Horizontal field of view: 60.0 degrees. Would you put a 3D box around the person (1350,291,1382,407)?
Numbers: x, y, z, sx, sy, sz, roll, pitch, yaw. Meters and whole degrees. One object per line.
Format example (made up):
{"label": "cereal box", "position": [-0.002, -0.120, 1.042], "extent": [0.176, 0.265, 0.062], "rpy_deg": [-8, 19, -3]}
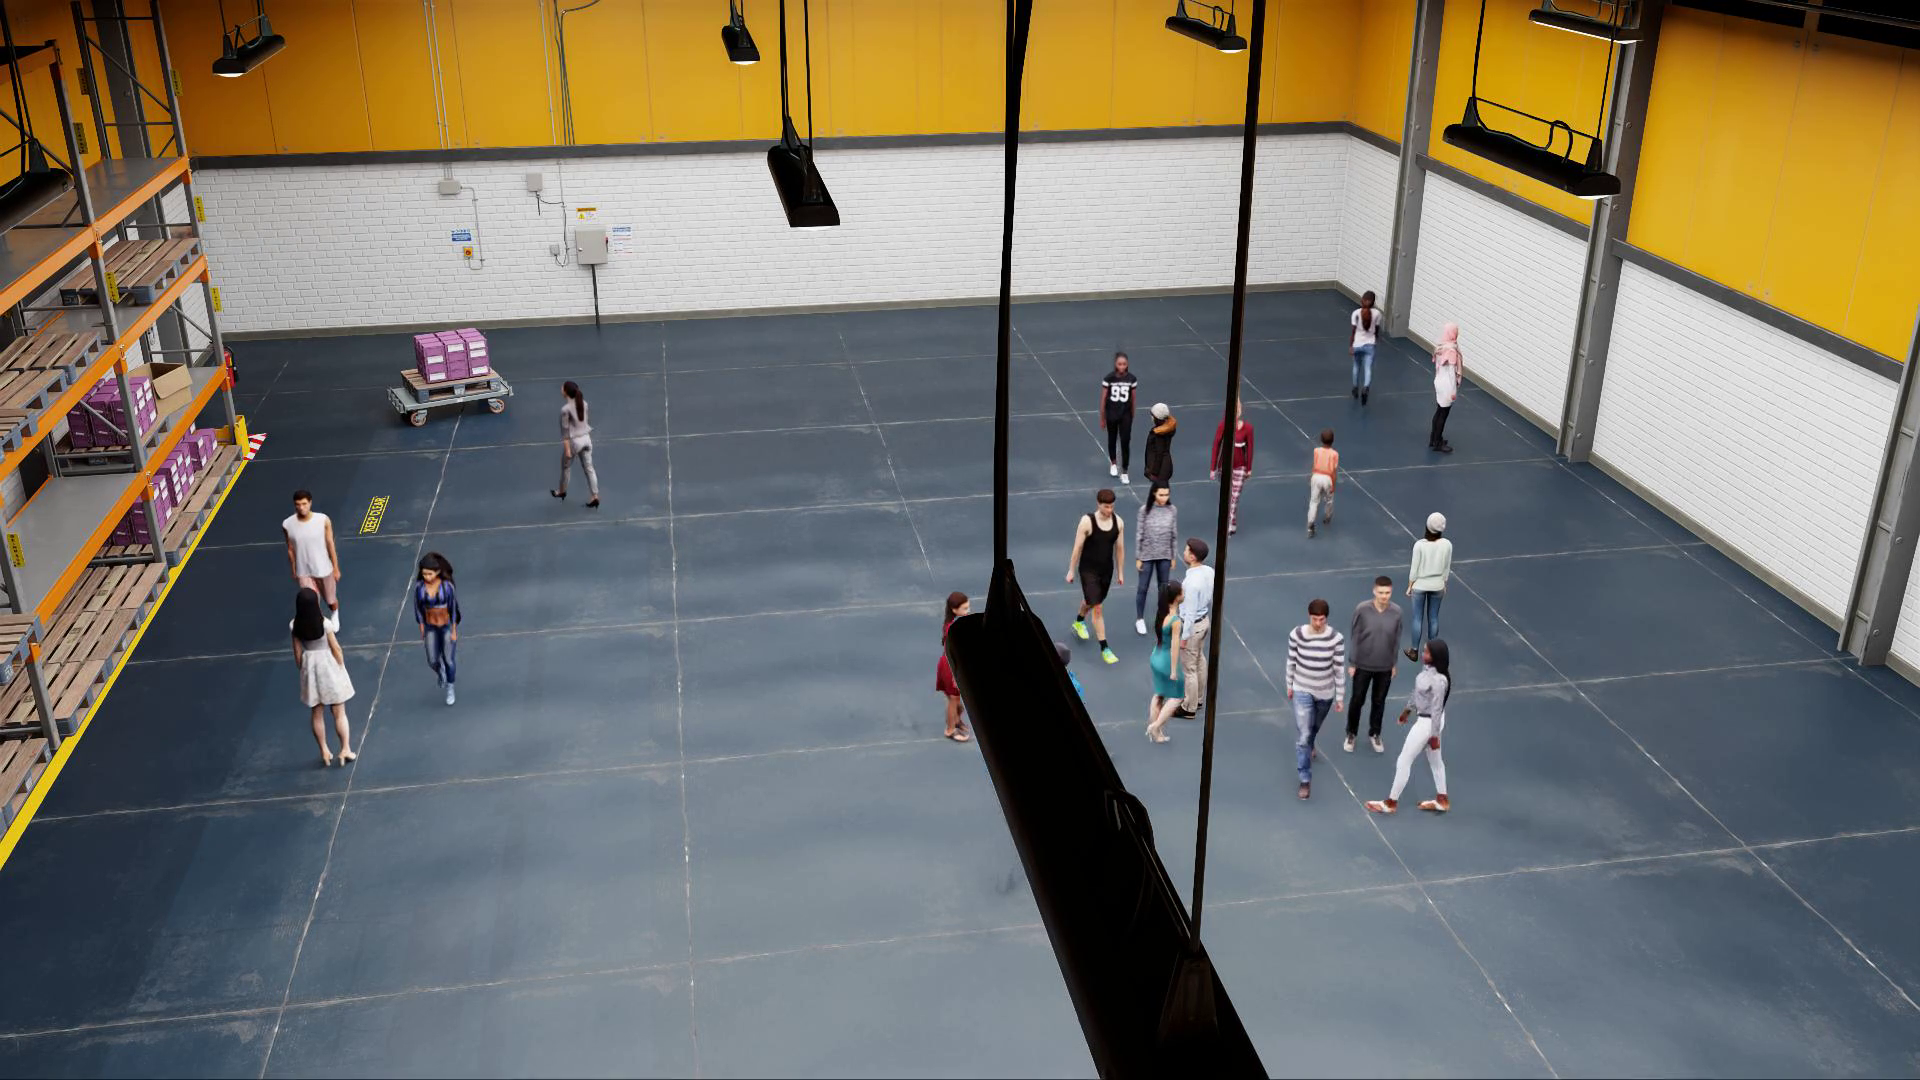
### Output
{"label": "person", "position": [5.996, -2.811, 24.584], "extent": [0.808, 1.697, 1.108], "rpy_deg": [3, 24, 8]}

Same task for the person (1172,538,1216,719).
{"label": "person", "position": [2.241, 0.845, 16.032], "extent": [0.807, 1.847, 0.733], "rpy_deg": [13, 27, 27]}

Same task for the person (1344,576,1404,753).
{"label": "person", "position": [3.846, 1.142, 15.460], "extent": [0.665, 1.762, 0.605], "rpy_deg": [1, 24, 3]}

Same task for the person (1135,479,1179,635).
{"label": "person", "position": [2.080, 0.153, 17.757], "extent": [0.610, 1.733, 0.543], "rpy_deg": [-3, 24, -7]}

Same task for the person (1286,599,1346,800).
{"label": "person", "position": [3.187, 1.330, 14.995], "extent": [0.965, 1.789, 1.329], "rpy_deg": [3, 24, 8]}

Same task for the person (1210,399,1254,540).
{"label": "person", "position": [3.314, -0.900, 20.263], "extent": [0.918, 1.656, 1.181], "rpy_deg": [5, 24, 11]}

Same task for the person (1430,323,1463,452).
{"label": "person", "position": [6.653, -2.107, 22.842], "extent": [0.720, 1.802, 0.558], "rpy_deg": [0, 24, -1]}

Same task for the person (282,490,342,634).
{"label": "person", "position": [-6.740, 0.284, 17.429], "extent": [0.706, 1.756, 1.124], "rpy_deg": [-6, 24, -14]}

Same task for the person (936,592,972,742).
{"label": "person", "position": [-0.094, 1.176, 15.658], "extent": [0.761, 1.541, 0.702], "rpy_deg": [10, 25, 21]}

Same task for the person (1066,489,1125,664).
{"label": "person", "position": [1.380, 0.294, 17.313], "extent": [0.960, 1.830, 1.302], "rpy_deg": [-11, 26, -23]}

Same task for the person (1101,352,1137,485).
{"label": "person", "position": [2.065, -1.644, 21.906], "extent": [0.747, 1.702, 1.043], "rpy_deg": [1, 24, 3]}

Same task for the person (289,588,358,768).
{"label": "person", "position": [-5.829, 1.249, 15.199], "extent": [0.695, 1.774, 0.687], "rpy_deg": [0, 24, 0]}

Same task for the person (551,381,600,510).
{"label": "person", "position": [-4.737, -1.150, 20.853], "extent": [1.090, 1.641, 1.019], "rpy_deg": [16, 28, 33]}

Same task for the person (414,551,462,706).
{"label": "person", "position": [-5.084, 0.841, 16.334], "extent": [0.623, 1.613, 0.684], "rpy_deg": [-1, 24, -3]}

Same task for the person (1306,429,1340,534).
{"label": "person", "position": [4.390, -0.695, 20.250], "extent": [0.769, 1.290, 0.936], "rpy_deg": [10, 25, 21]}

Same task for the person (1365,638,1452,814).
{"label": "person", "position": [4.151, 1.630, 14.426], "extent": [0.894, 1.695, 1.002], "rpy_deg": [5, 24, 11]}

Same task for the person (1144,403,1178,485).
{"label": "person", "position": [2.438, -0.895, 20.277], "extent": [0.794, 1.636, 0.693], "rpy_deg": [7, 25, 16]}

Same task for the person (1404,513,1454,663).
{"label": "person", "position": [4.828, 0.468, 17.148], "extent": [0.581, 1.645, 0.522], "rpy_deg": [-2, 24, -4]}

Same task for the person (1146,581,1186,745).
{"label": "person", "position": [1.848, 1.176, 15.488], "extent": [0.697, 1.676, 0.569], "rpy_deg": [-10, 26, -22]}
